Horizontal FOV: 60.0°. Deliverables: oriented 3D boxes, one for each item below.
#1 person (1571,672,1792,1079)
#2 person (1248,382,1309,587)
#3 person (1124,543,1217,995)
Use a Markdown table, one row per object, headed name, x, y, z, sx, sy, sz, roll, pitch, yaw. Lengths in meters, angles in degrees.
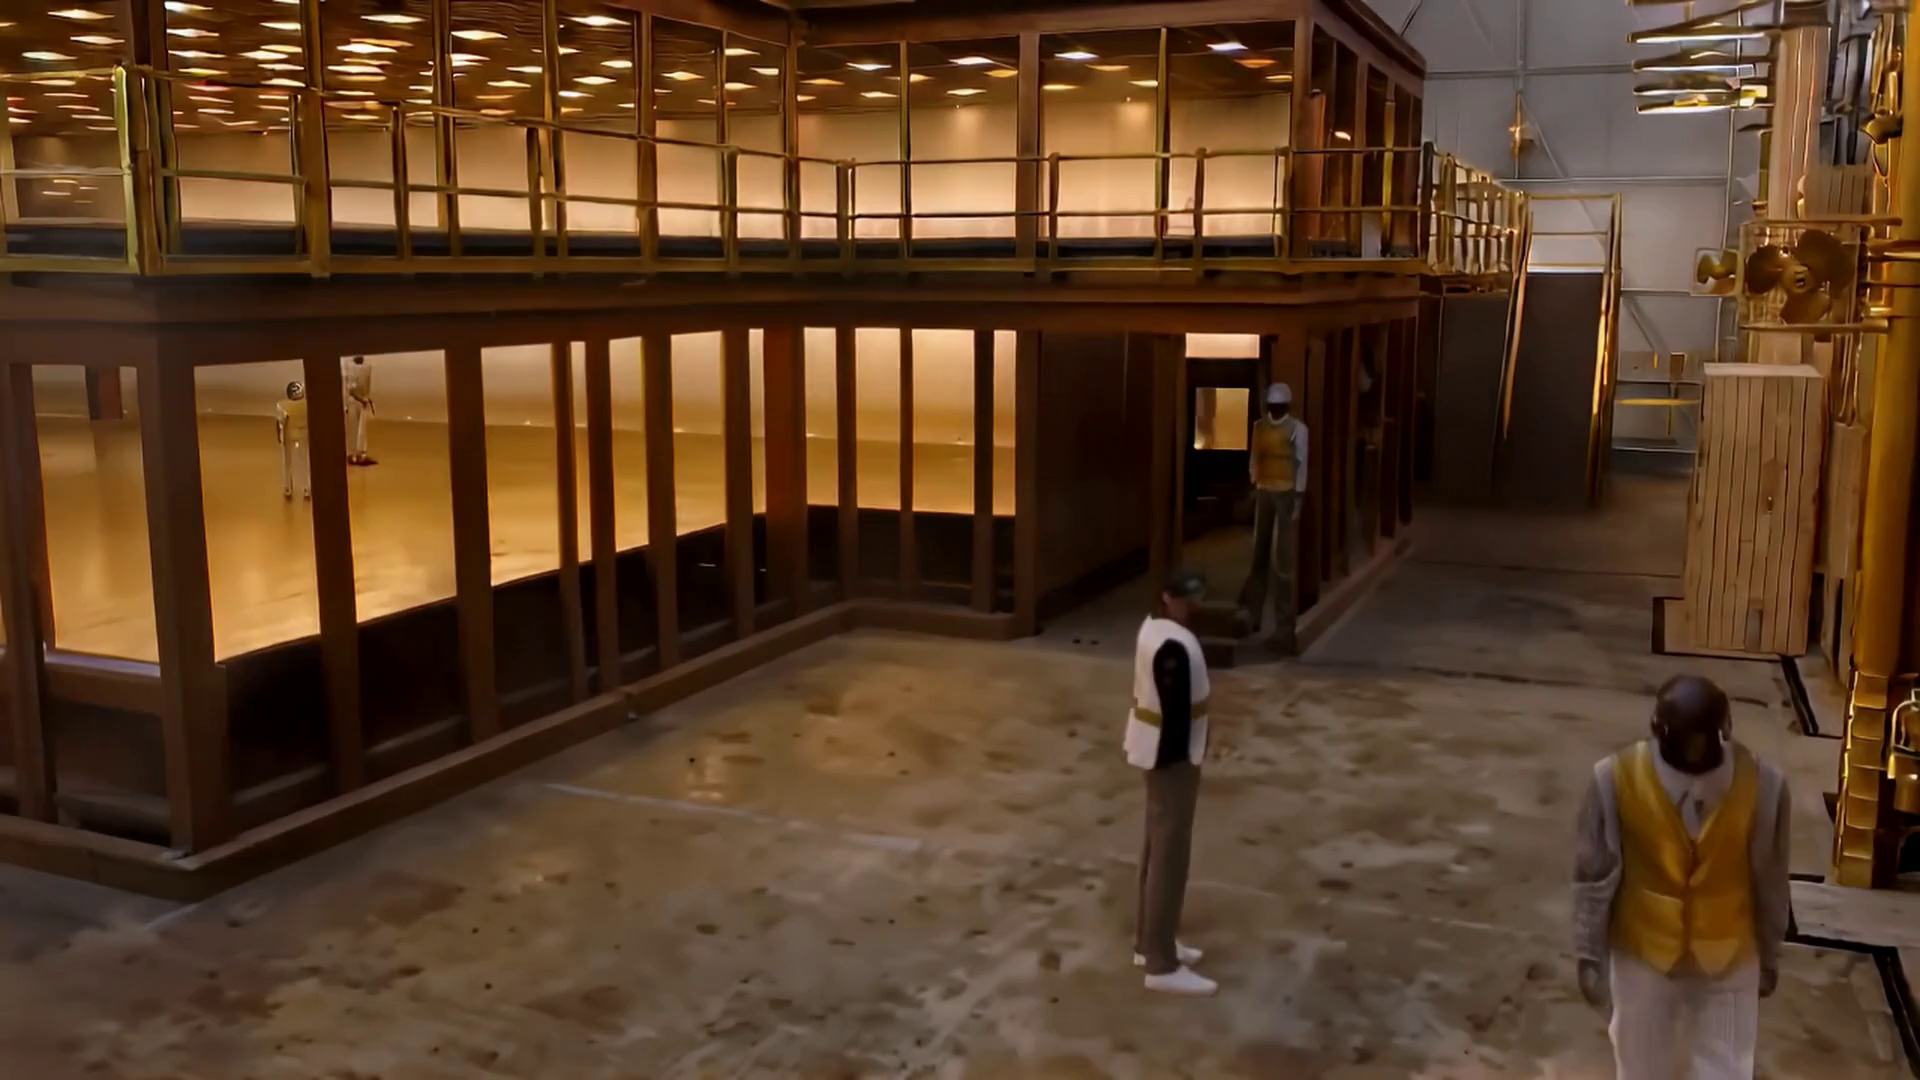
| name | x | y | z | sx | sy | sz | roll | pitch | yaw |
| --- | --- | --- | --- | --- | --- | --- | --- | --- | --- |
| person | 2.256 | 1.315 | 5.217 | 0.653 | 1.821 | 0.584 | 3 | 10 | 16 |
| person | 3.073 | -0.537 | 16.143 | 0.612 | 1.986 | 0.407 | 8 | 12 | 39 |
| person | 0.894 | 0.962 | 7.106 | 0.380 | 1.917 | 0.593 | 0 | 9 | 0 |
